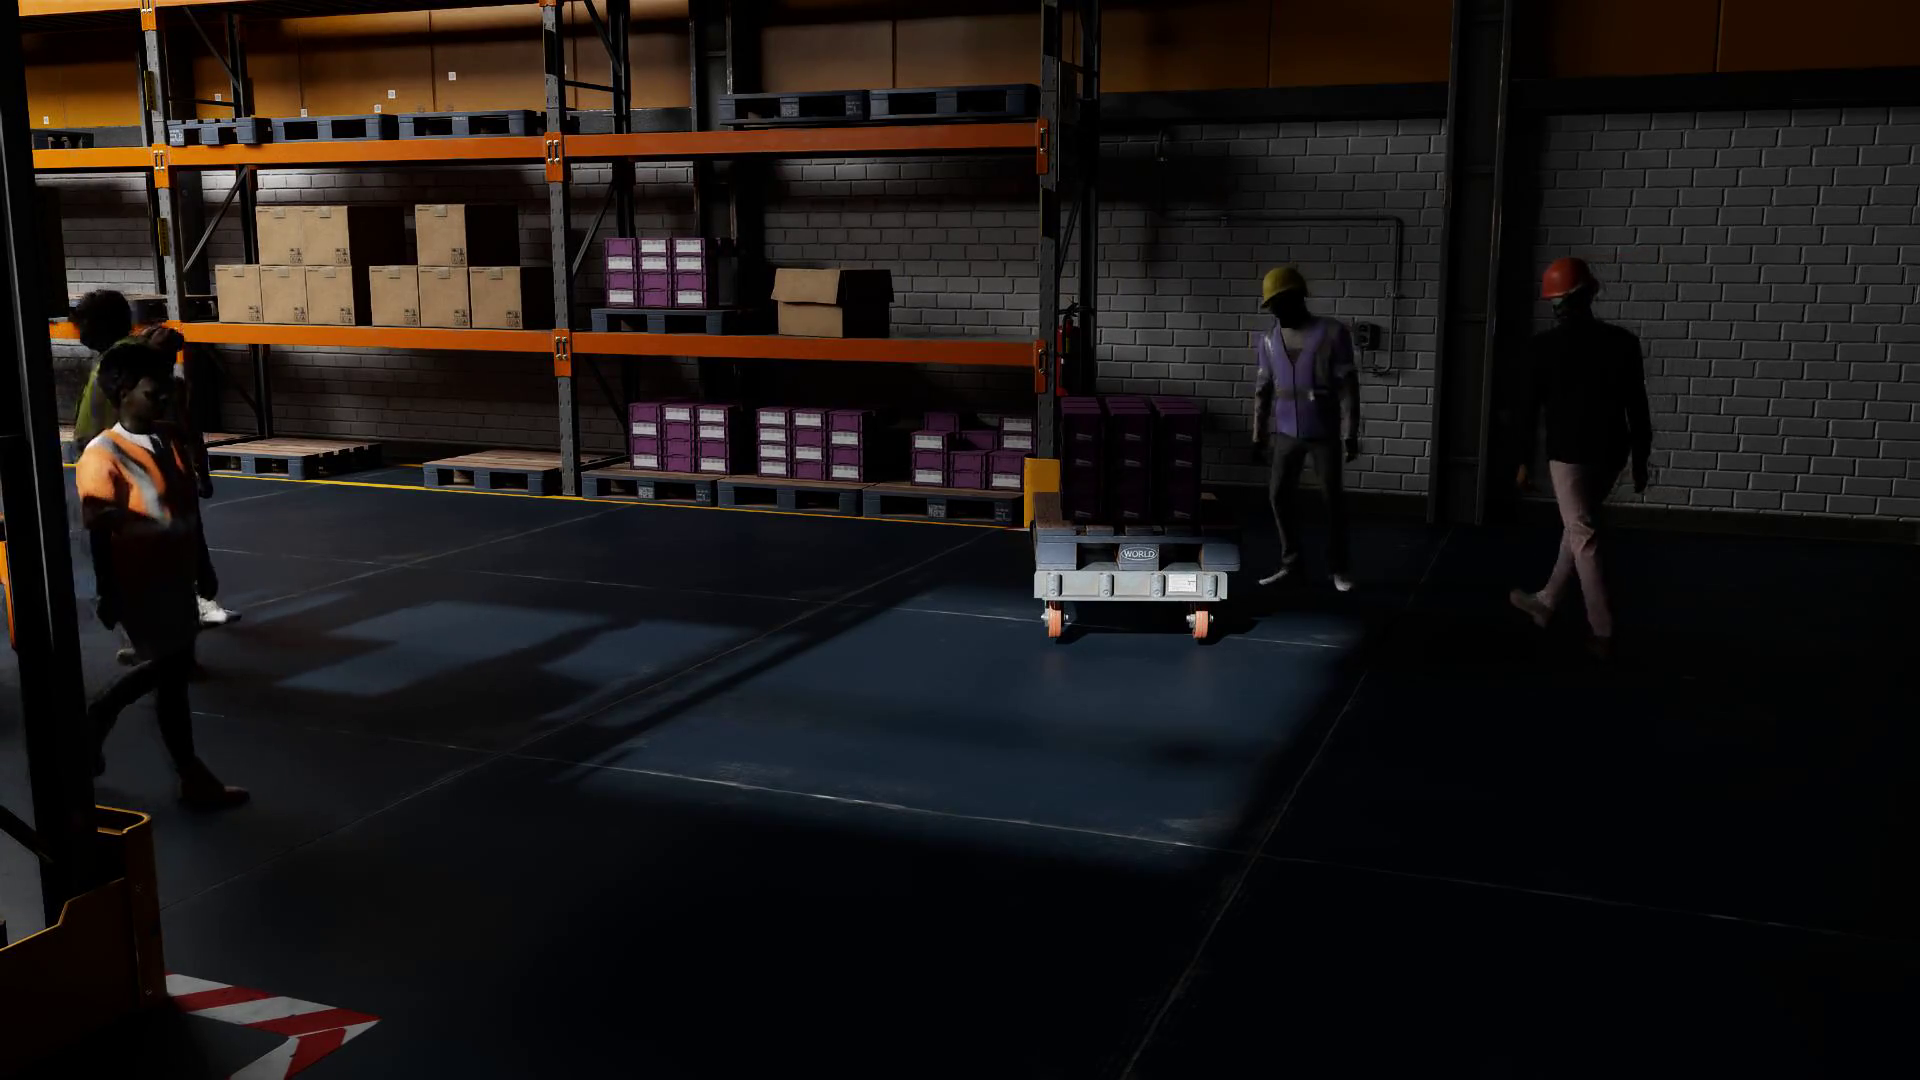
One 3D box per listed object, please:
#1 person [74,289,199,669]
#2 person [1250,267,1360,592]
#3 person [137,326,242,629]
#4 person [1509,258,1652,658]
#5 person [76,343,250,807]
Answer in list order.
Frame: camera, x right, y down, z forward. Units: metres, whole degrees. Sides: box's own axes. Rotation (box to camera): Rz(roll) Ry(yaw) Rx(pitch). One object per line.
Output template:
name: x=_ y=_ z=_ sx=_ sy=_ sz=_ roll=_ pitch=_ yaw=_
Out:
person: x=-3.912 y=-0.270 z=7.839 sx=0.431 sy=1.800 sz=0.756 roll=-7 pitch=12 yaw=-32
person: x=2.027 y=-0.633 z=9.661 sx=0.653 sy=1.876 sz=0.450 roll=8 pitch=13 yaw=37
person: x=-4.194 y=-0.325 z=8.734 sx=0.900 sy=1.583 sz=0.524 roll=3 pitch=10 yaw=14
person: x=3.103 y=-0.429 z=8.334 sx=0.632 sy=1.933 sz=0.966 roll=-2 pitch=10 yaw=-11
person: x=-2.953 y=0.127 z=5.962 sx=0.708 sy=1.675 sz=0.539 roll=1 pitch=10 yaw=5
